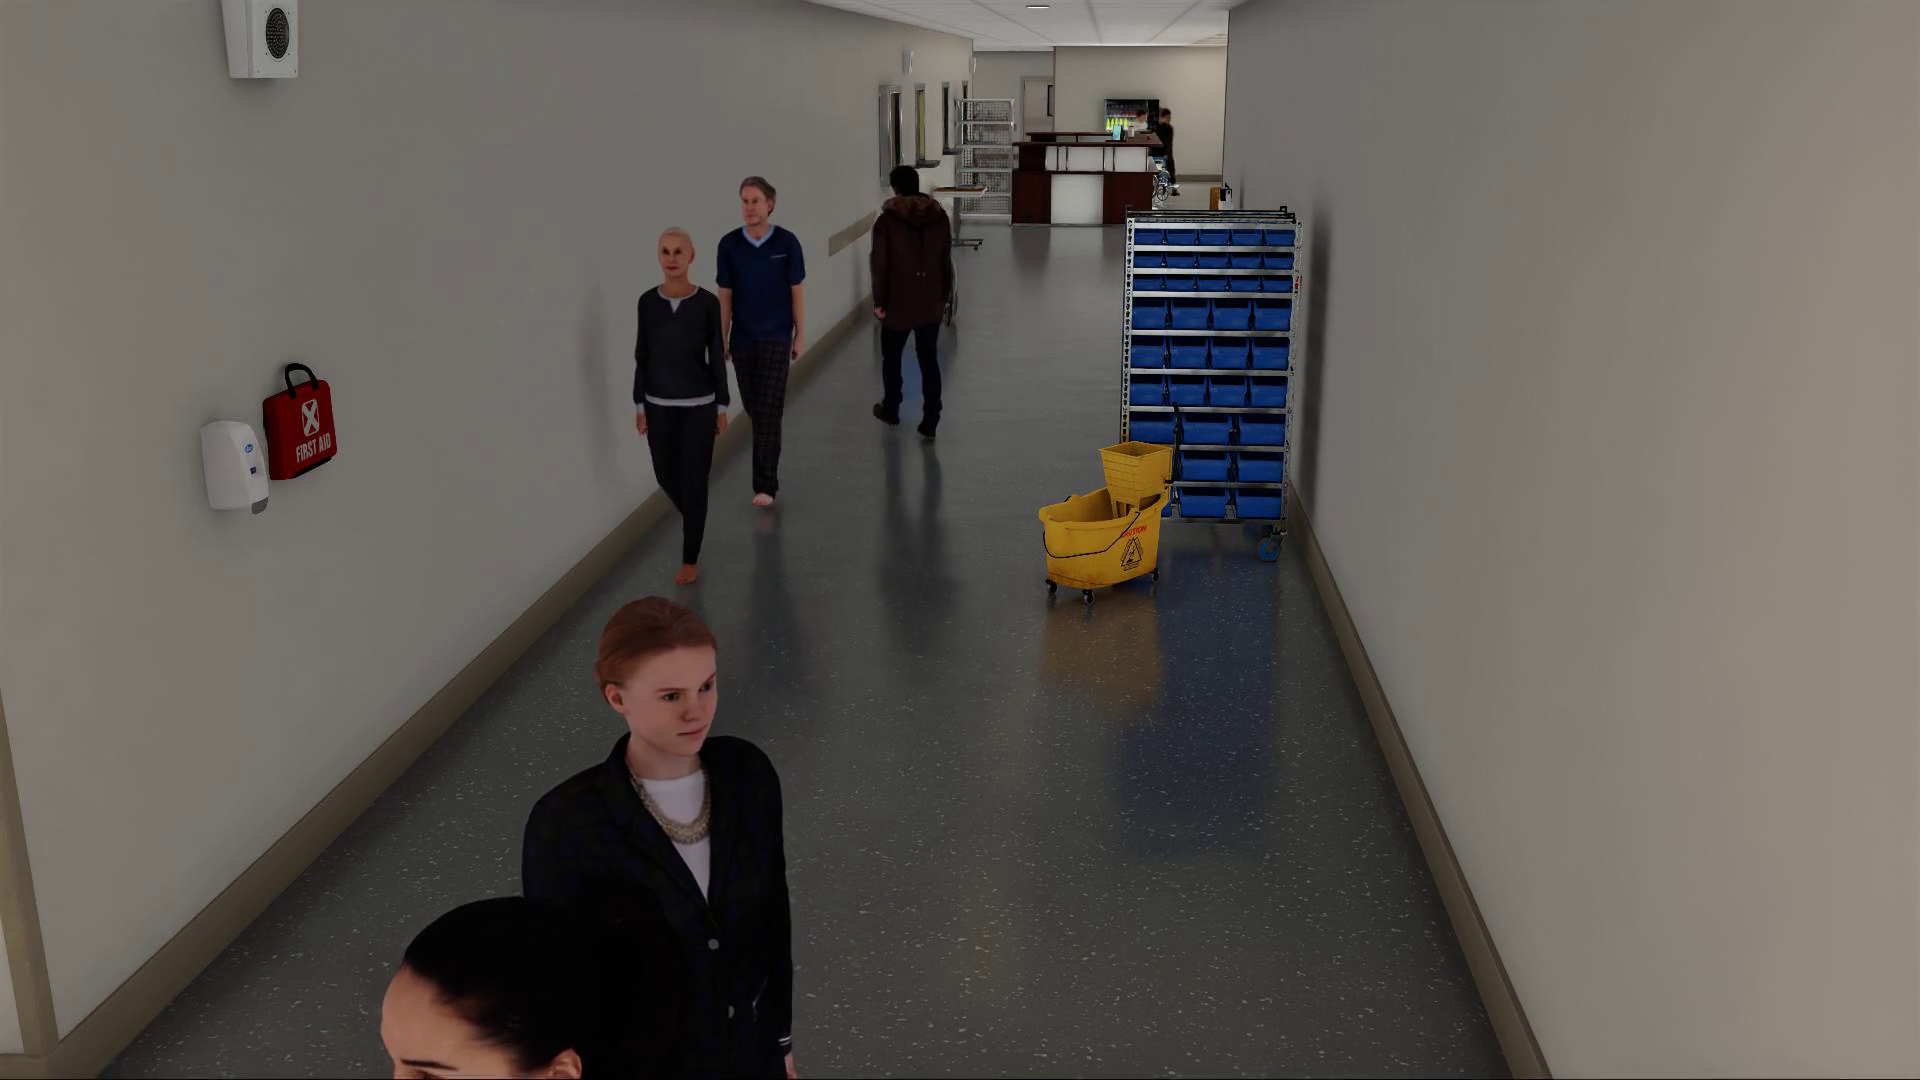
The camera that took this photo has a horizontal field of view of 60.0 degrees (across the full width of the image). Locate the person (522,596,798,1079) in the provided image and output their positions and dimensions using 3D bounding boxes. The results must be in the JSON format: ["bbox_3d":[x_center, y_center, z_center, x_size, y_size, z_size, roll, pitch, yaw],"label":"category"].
[{"bbox_3d":[-0.467,0.892,2.716,0.691,1.684,0.747,-13,20,-39],"label":"person"}]

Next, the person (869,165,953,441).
[{"bbox_3d":[-0.290,-1.571,11.217,1.105,1.812,1.110,-6,17,-21],"label":"person"}]

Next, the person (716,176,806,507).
[{"bbox_3d":[-1.144,-1.158,9.714,1.083,1.831,0.713,2,16,7],"label":"person"}]

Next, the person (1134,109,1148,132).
[{"bbox_3d":[3.882,-8.544,36.291,1.143,1.628,0.968,12,20,37],"label":"person"}]

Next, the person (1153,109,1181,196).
[{"bbox_3d":[4.056,-7.757,33.386,1.027,1.687,1.056,-13,21,-40],"label":"person"}]

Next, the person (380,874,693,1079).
[{"bbox_3d":[-0.397,1.155,1.635,0.651,1.764,0.741,11,19,34],"label":"person"}]

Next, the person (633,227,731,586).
[{"bbox_3d":[-1.381,-0.692,8.299,0.936,1.703,0.674,1,16,5],"label":"person"}]
